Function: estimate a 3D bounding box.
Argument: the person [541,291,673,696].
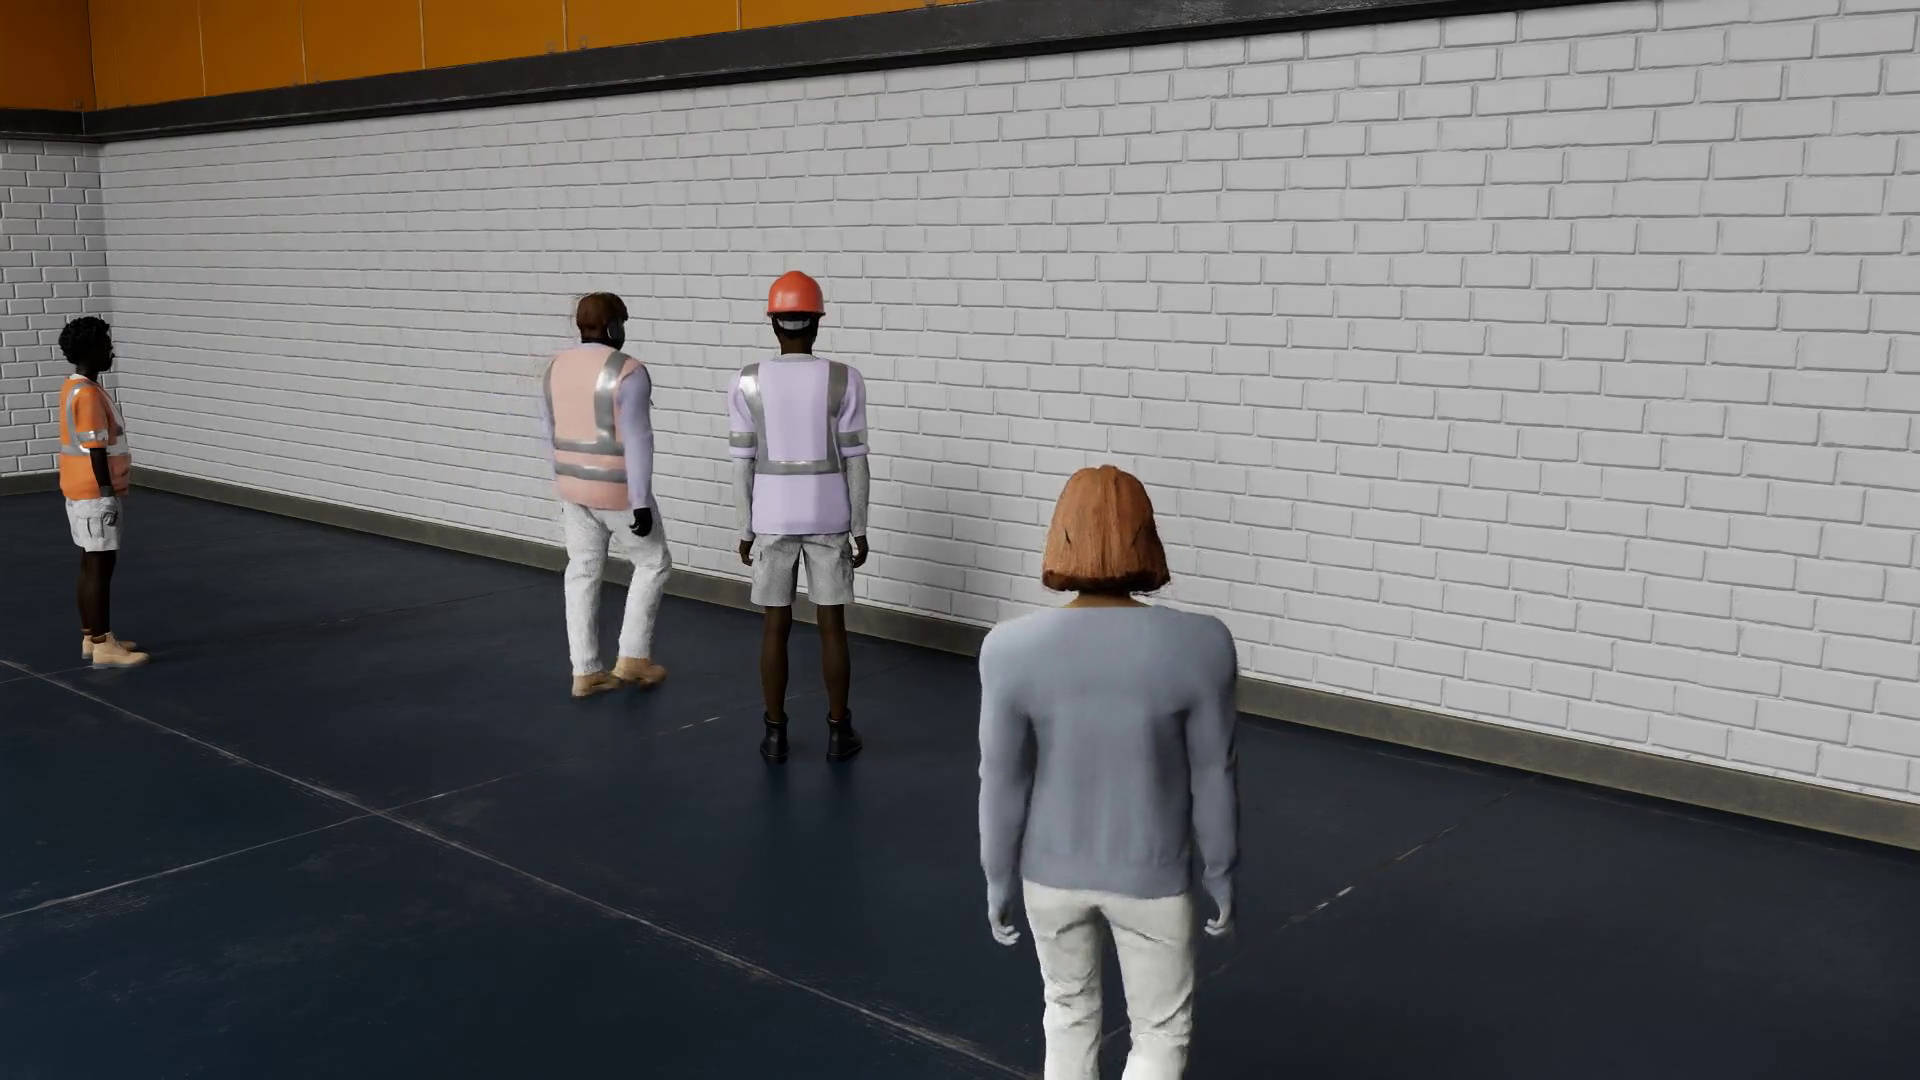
[{"bbox_3d":[-1.588,-0.209,7.576,0.651,1.823,0.575,6,12,32],"label":"person"}]

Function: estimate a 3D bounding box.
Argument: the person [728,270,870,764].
[{"bbox_3d":[-0.622,-0.078,6.526,0.544,1.936,0.359,0,10,-1],"label":"person"}]

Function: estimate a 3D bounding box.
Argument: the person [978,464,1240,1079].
[{"bbox_3d":[0.273,0.666,3.186,0.510,1.615,0.586,2,10,13],"label":"person"}]

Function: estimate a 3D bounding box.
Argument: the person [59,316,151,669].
[{"bbox_3d":[-4.174,-0.228,8.059,0.315,1.695,0.541,-7,12,-34],"label":"person"}]
